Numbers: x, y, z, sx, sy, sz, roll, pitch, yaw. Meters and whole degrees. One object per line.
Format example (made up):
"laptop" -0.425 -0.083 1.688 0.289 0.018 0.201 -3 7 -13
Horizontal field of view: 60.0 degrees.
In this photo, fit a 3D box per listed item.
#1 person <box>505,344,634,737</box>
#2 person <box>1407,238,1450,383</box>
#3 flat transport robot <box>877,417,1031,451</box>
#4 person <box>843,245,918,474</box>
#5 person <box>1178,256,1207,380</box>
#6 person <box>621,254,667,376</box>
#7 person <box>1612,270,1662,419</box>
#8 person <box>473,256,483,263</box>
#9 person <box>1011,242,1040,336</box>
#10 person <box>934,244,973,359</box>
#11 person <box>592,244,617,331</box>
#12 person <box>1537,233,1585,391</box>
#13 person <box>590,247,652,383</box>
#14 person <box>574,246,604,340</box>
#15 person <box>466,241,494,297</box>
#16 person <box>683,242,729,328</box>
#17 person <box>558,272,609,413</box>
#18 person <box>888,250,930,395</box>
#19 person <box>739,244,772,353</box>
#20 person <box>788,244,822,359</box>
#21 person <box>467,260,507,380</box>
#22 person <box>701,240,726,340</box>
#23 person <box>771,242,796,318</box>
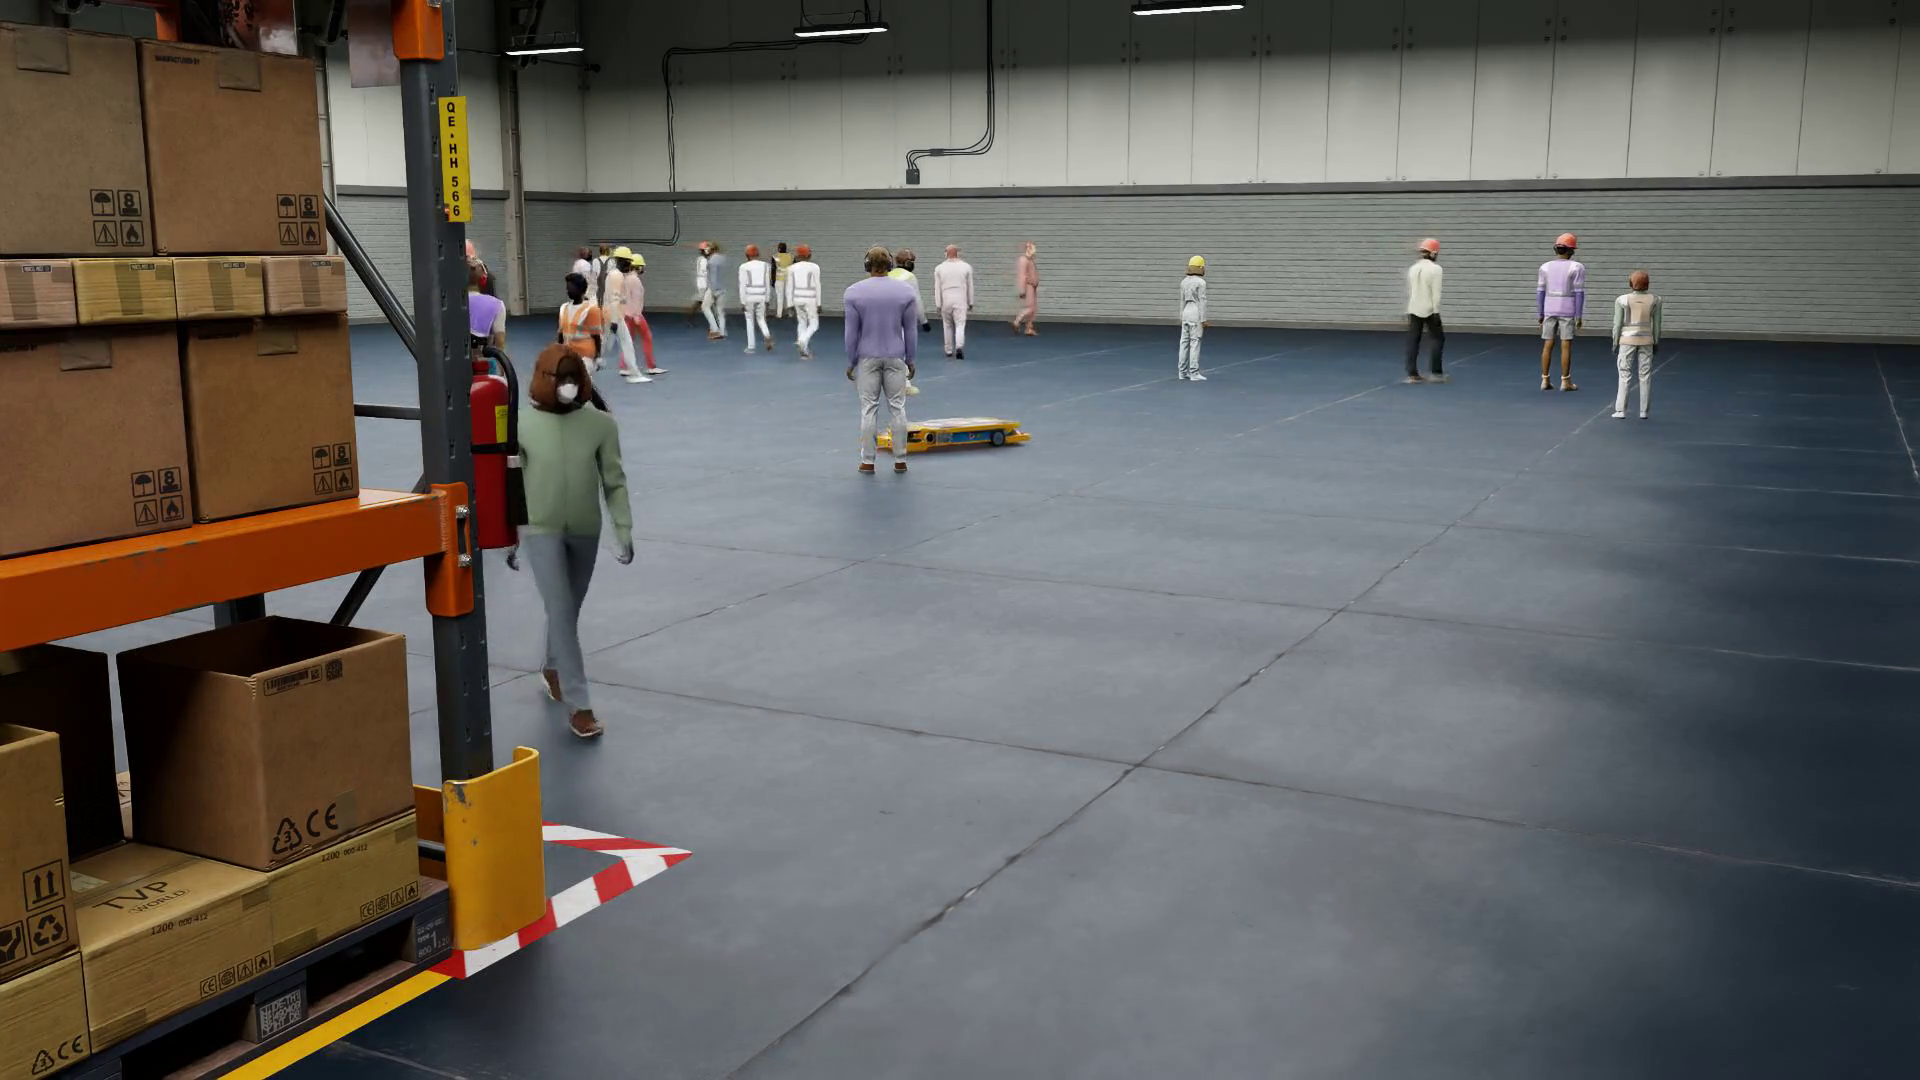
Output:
"person" -1.651 -0.031 6.960 0.511 1.587 0.899 -6 12 -30
"person" 6.487 -3.147 22.882 0.777 1.967 0.654 -6 12 -29
"flat transport robot" -0.076 -1.033 16.008 1.431 0.197 0.652 -7 13 -34
"person" -0.674 -1.520 14.113 0.629 1.940 0.373 -2 11 -10
"person" 3.294 -3.110 23.341 0.325 1.738 0.485 -6 12 -32
"person" -4.583 -3.235 23.985 0.764 1.734 0.558 -5 12 -27
"person" 7.451 -2.146 18.333 0.514 1.643 0.307 1 10 6
"person" -7.671 -3.683 25.629 0.684 2.000 0.536 -10 14 -42
"person" 1.364 -5.020 33.322 0.479 1.891 0.649 2 11 12
"person" -0.102 -3.940 27.477 0.634 1.876 0.917 1 10 4
"person" -7.523 -5.359 35.306 0.508 1.842 0.332 -1 10 -7
"person" 7.843 -2.969 21.723 0.609 2.044 0.396 9 14 42
"person" -4.767 -3.061 22.710 0.964 1.879 0.633 -4 11 -19
"person" -7.275 -4.753 32.093 0.864 1.816 0.629 -6 12 -30
"person" -5.507 -2.317 18.396 0.637 1.954 0.935 3 11 16
"person" -5.596 -5.547 36.236 1.005 1.893 0.547 -1 10 -8
"person" -3.813 -1.876 16.823 0.538 1.659 0.861 8 13 36
"person" -0.690 -2.765 21.168 0.448 1.834 0.643 -5 12 -26
"person" -3.487 -4.108 28.412 0.601 1.870 0.588 -7 13 -34
"person" -2.544 -3.855 27.015 0.586 1.871 0.504 5 11 25
"person" -3.931 -1.350 13.524 0.580 1.810 0.783 0 10 -1
"person" -4.780 -4.816 32.150 0.510 1.923 0.630 2 11 10
"person" -4.356 -6.398 40.981 0.622 1.843 0.429 -4 11 -23
